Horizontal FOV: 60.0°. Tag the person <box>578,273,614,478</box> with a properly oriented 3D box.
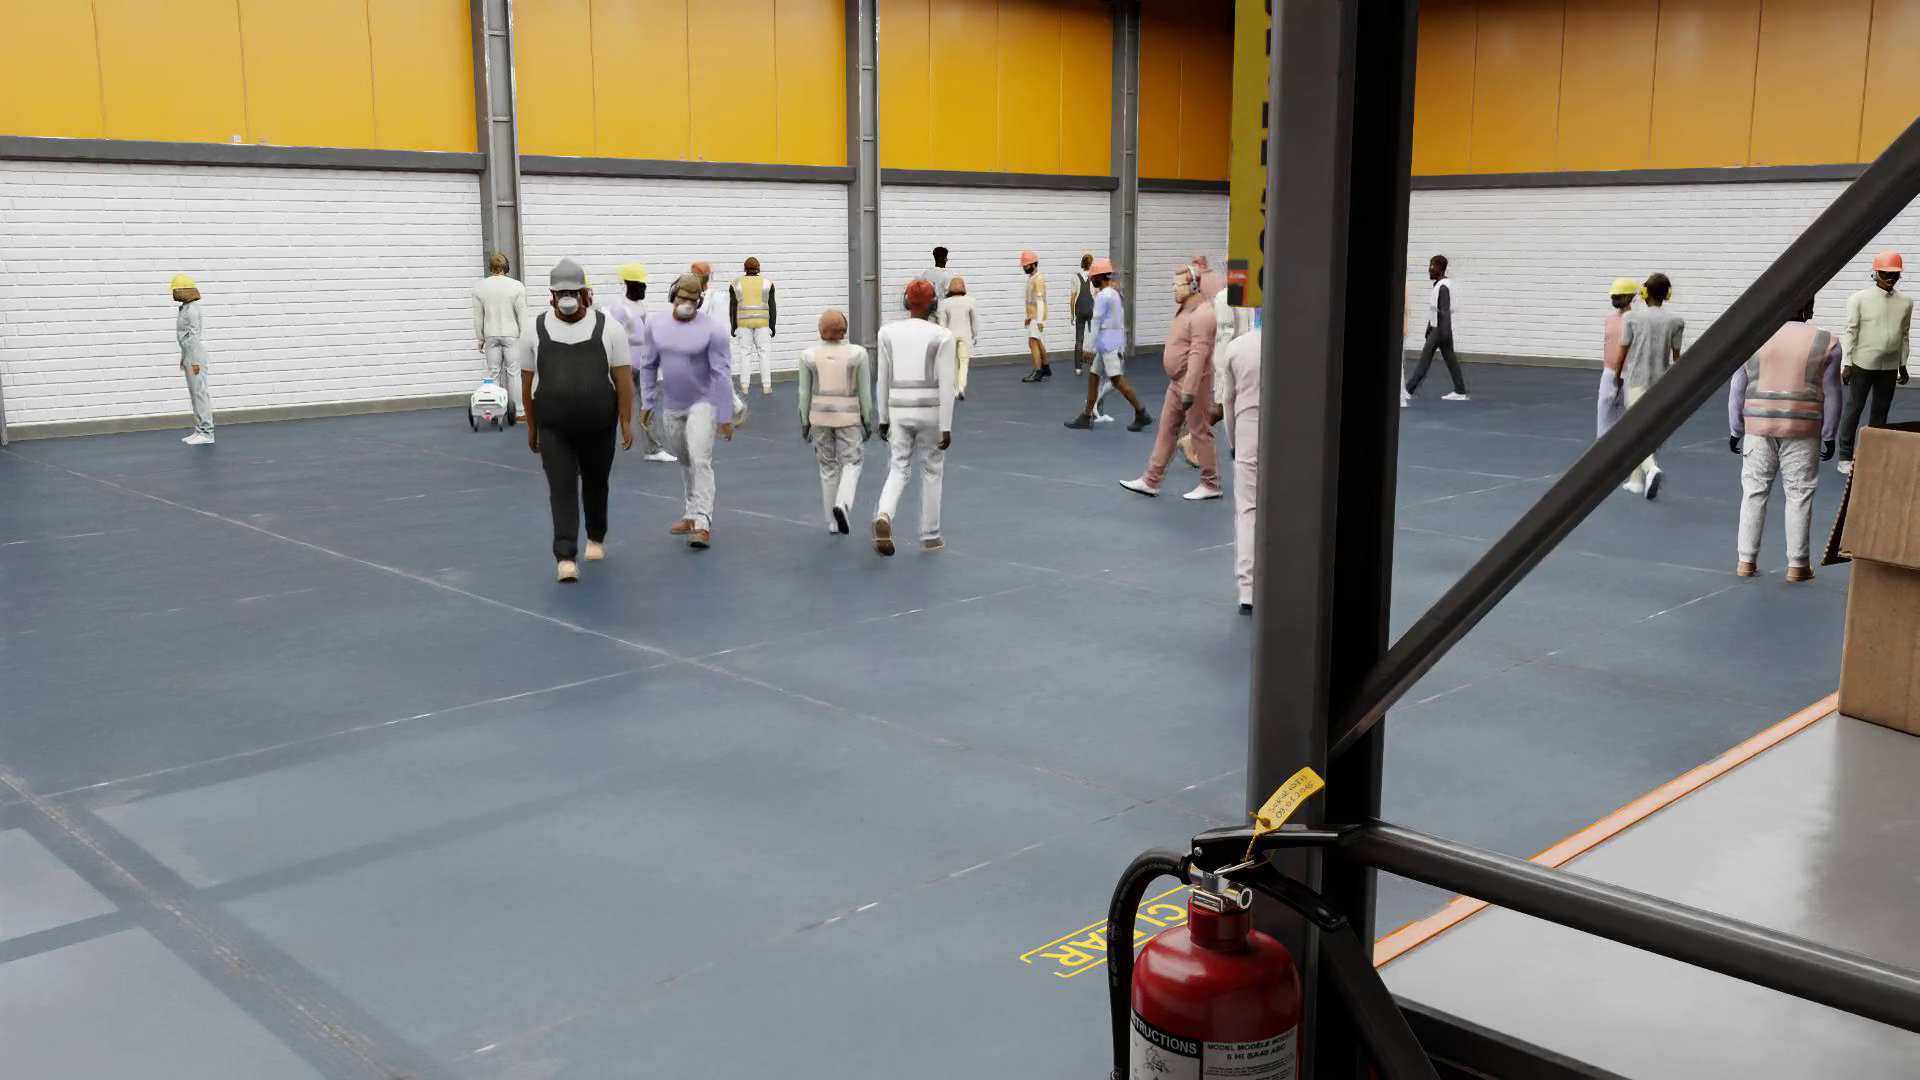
[{"bbox_3d":[-3.326,-1.462,14.694,0.599,1.827,0.403,-8,13,-36],"label":"person"}]

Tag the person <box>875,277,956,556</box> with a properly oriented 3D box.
[{"bbox_3d":[-0.318,-0.798,10.997,0.590,1.864,0.777,4,11,21],"label":"person"}]

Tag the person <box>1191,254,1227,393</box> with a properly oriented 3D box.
[{"bbox_3d":[3.291,-2.961,22.725,0.681,1.875,0.680,-7,12,-33],"label":"person"}]

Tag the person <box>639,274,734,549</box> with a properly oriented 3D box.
[{"bbox_3d":[-1.869,-0.892,11.513,0.689,1.868,0.881,4,11,21],"label":"person"}]

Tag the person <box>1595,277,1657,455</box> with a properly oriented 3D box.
[{"bbox_3d":[6.346,-1.625,15.815,0.778,1.742,0.523,-5,11,-24],"label":"person"}]

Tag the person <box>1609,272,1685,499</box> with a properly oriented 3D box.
[{"bbox_3d":[5.610,-1.250,13.536,0.536,1.840,0.838,0,10,1],"label":"person"}]

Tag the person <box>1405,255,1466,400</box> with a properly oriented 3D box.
[{"bbox_3d":[6.147,-2.750,21.610,1.004,1.861,0.611,3,11,15],"label":"person"}]

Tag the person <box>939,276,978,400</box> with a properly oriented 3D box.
[{"bbox_3d":[-0.023,-2.647,21.777,0.494,1.602,0.815,1,10,4],"label":"person"}]

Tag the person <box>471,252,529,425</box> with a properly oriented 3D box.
[{"bbox_3d":[-5.163,-2.266,18.777,0.627,1.940,0.372,1,10,3],"label":"person"}]

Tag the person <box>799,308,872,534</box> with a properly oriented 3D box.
[{"bbox_3d":[-0.887,-0.822,11.750,0.529,1.622,0.512,1,10,6],"label":"person"}]

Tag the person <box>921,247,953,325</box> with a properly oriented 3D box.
[{"bbox_3d":[-0.322,-3.500,25.430,0.613,1.963,0.362,9,13,39],"label":"person"}]

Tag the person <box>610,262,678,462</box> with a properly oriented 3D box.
[{"bbox_3d":[-3.164,-1.677,15.706,0.929,1.896,0.602,4,11,21],"label":"person"}]

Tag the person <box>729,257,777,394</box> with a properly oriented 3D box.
[{"bbox_3d":[-2.794,-2.892,22.460,0.634,1.841,0.429,-2,10,-8],"label":"person"}]

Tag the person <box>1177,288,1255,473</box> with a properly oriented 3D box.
[{"bbox_3d":[2.390,-1.588,14.944,0.830,1.998,0.600,9,14,40],"label":"person"}]

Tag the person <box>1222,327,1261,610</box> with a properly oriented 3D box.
[{"bbox_3d":[1.830,-0.547,9.649,0.640,1.855,0.984,3,11,18],"label":"person"}]

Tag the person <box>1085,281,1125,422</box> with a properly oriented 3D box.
[{"bbox_3d":[1.632,-2.117,18.831,0.449,1.611,0.560,-5,12,-27],"label":"person"}]

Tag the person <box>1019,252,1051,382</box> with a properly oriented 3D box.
[{"bbox_3d":[1.122,-3.273,24.452,0.558,1.888,0.770,-1,10,-6],"label":"person"}]

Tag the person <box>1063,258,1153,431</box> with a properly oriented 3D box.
[{"bbox_3d":[1.658,-2.121,18.143,0.983,1.900,0.556,3,11,16],"label":"person"}]

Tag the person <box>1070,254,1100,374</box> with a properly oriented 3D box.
[{"bbox_3d":[1.946,-3.455,25.520,0.517,1.843,0.325,2,11,13],"label":"person"}]

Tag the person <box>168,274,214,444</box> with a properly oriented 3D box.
[{"bbox_3d":[-7.900,-1.850,17.069,0.313,1.742,0.486,-7,12,-32],"label":"person"}]

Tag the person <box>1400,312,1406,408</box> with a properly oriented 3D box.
[{"bbox_3d":[5.219,-2.580,20.615,0.786,1.897,0.604,6,12,29],"label":"person"}]

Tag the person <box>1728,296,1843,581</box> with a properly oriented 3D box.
[{"bbox_3d":[5.113,-0.668,10.330,0.634,1.841,0.429,7,13,34],"label":"person"}]

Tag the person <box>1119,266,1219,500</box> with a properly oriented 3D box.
[{"bbox_3d":[1.737,-1.242,13.351,0.804,1.873,0.675,-2,11,-11],"label":"person"}]

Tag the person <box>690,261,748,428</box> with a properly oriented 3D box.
[{"bbox_3d":[-2.712,-2.084,18.022,0.583,1.860,0.826,9,14,41],"label":"person"}]

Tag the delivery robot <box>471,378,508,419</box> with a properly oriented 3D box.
[{"bbox_3d":[-5.196,-1.546,18.375,0.477,0.478,0.707,-2,11,-11],"label":"delivery robot"}]

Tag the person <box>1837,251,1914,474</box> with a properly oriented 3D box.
[{"bbox_3d":[8.198,-1.577,14.870,0.623,1.992,0.396,-1,10,-4],"label":"person"}]

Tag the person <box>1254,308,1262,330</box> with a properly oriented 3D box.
[{"bbox_3d":[3.989,-3.032,23.309,0.725,1.805,0.631,-9,14,-41],"label":"person"}]

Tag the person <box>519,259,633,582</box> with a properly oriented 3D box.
[{"bbox_3d":[-2.425,-0.808,10.551,0.687,2.000,1.038,-2,11,-12],"label":"person"}]
